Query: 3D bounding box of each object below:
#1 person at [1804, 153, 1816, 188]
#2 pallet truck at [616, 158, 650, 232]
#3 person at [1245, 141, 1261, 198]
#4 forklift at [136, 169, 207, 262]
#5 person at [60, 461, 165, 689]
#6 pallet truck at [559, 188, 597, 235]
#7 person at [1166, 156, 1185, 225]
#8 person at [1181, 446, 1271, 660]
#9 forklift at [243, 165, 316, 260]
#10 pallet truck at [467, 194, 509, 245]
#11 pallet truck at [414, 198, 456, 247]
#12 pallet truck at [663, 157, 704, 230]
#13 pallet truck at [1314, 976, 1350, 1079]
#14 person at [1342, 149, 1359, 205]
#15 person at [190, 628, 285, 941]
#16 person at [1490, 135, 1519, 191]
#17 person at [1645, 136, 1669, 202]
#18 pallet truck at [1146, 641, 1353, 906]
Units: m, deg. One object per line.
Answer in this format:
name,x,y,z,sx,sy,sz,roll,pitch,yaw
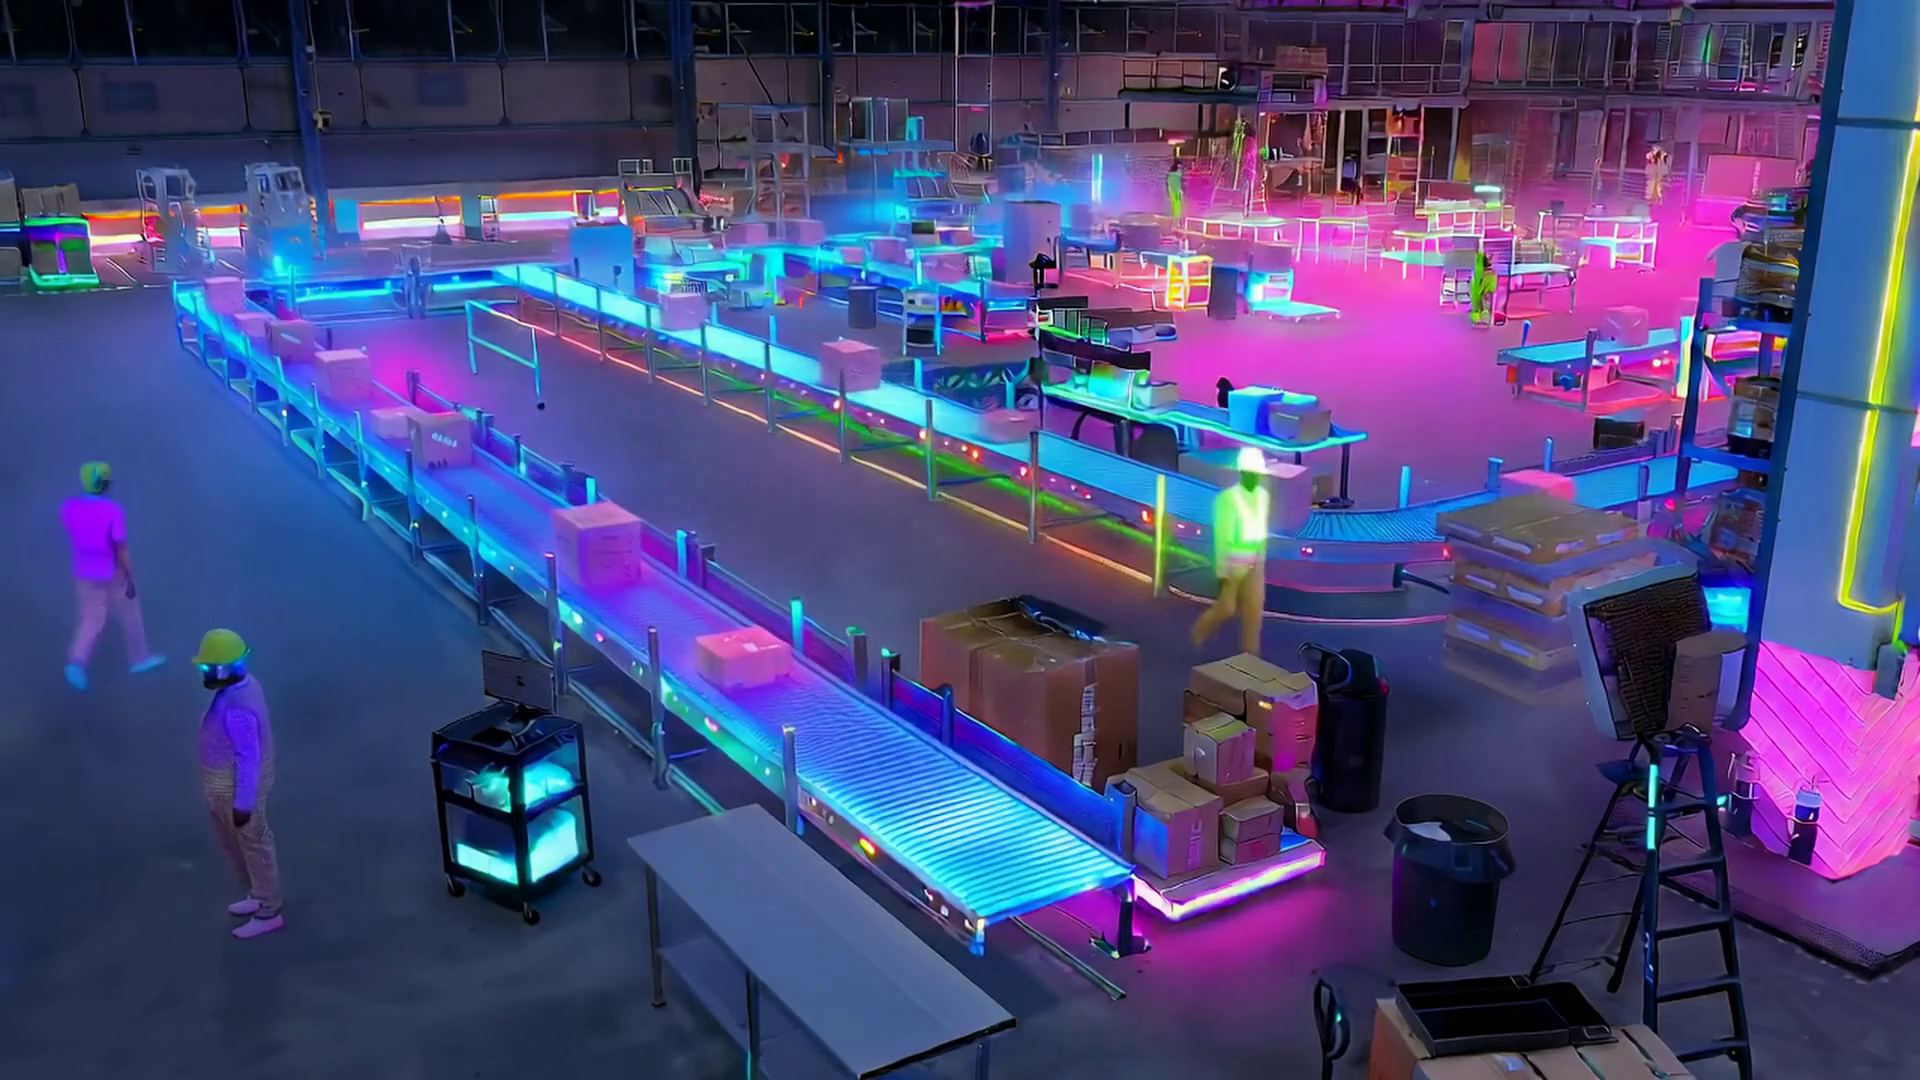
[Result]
person,25.147,-10.551,49.032,0.566,1.908,0.653,-9,19,-28
pallet truck,-8.918,-9.176,44.255,0.823,1.965,1.885,-9,19,-27
person,9.511,-11.990,53.863,0.601,1.847,0.846,-8,18,-24
forklift,-17.842,-7.318,37.559,1.157,1.987,2.680,-10,20,-31
person,-6.813,0.262,13.195,0.591,1.806,0.866,4,17,12
pallet truck,-10.010,-8.652,43.699,0.653,1.274,1.630,-10,20,-31
person,5.994,-9.717,46.283,0.514,1.866,0.332,5,17,16
person,2.174,0.165,13.291,0.610,1.928,0.785,-12,21,-35
forklift,-15.898,-7.669,38.708,1.157,1.987,2.680,-11,20,-33
pallet truck,-11.983,-8.177,42.137,0.704,1.261,1.522,-11,20,-33
pallet truck,-13.250,-8.060,41.856,0.680,1.201,1.601,-10,20,-31
pallet truck,-7.586,-9.308,44.692,0.823,1.965,1.885,-11,20,-33
pallet truck,2.299,2.390,7.086,1.601,1.201,0.680,-2,17,-7
person,11.962,-11.094,51.050,0.518,1.756,0.348,8,19,26
person,-4.088,1.370,9.443,0.403,1.833,0.591,-7,18,-23
person,18.482,-12.763,56.400,0.994,1.874,0.596,14,22,39
person,22.149,-11.791,52.881,0.683,2.000,0.537,8,19,25
pallet truck,1.664,1.407,10.232,1.630,1.274,0.653,-10,20,-31
